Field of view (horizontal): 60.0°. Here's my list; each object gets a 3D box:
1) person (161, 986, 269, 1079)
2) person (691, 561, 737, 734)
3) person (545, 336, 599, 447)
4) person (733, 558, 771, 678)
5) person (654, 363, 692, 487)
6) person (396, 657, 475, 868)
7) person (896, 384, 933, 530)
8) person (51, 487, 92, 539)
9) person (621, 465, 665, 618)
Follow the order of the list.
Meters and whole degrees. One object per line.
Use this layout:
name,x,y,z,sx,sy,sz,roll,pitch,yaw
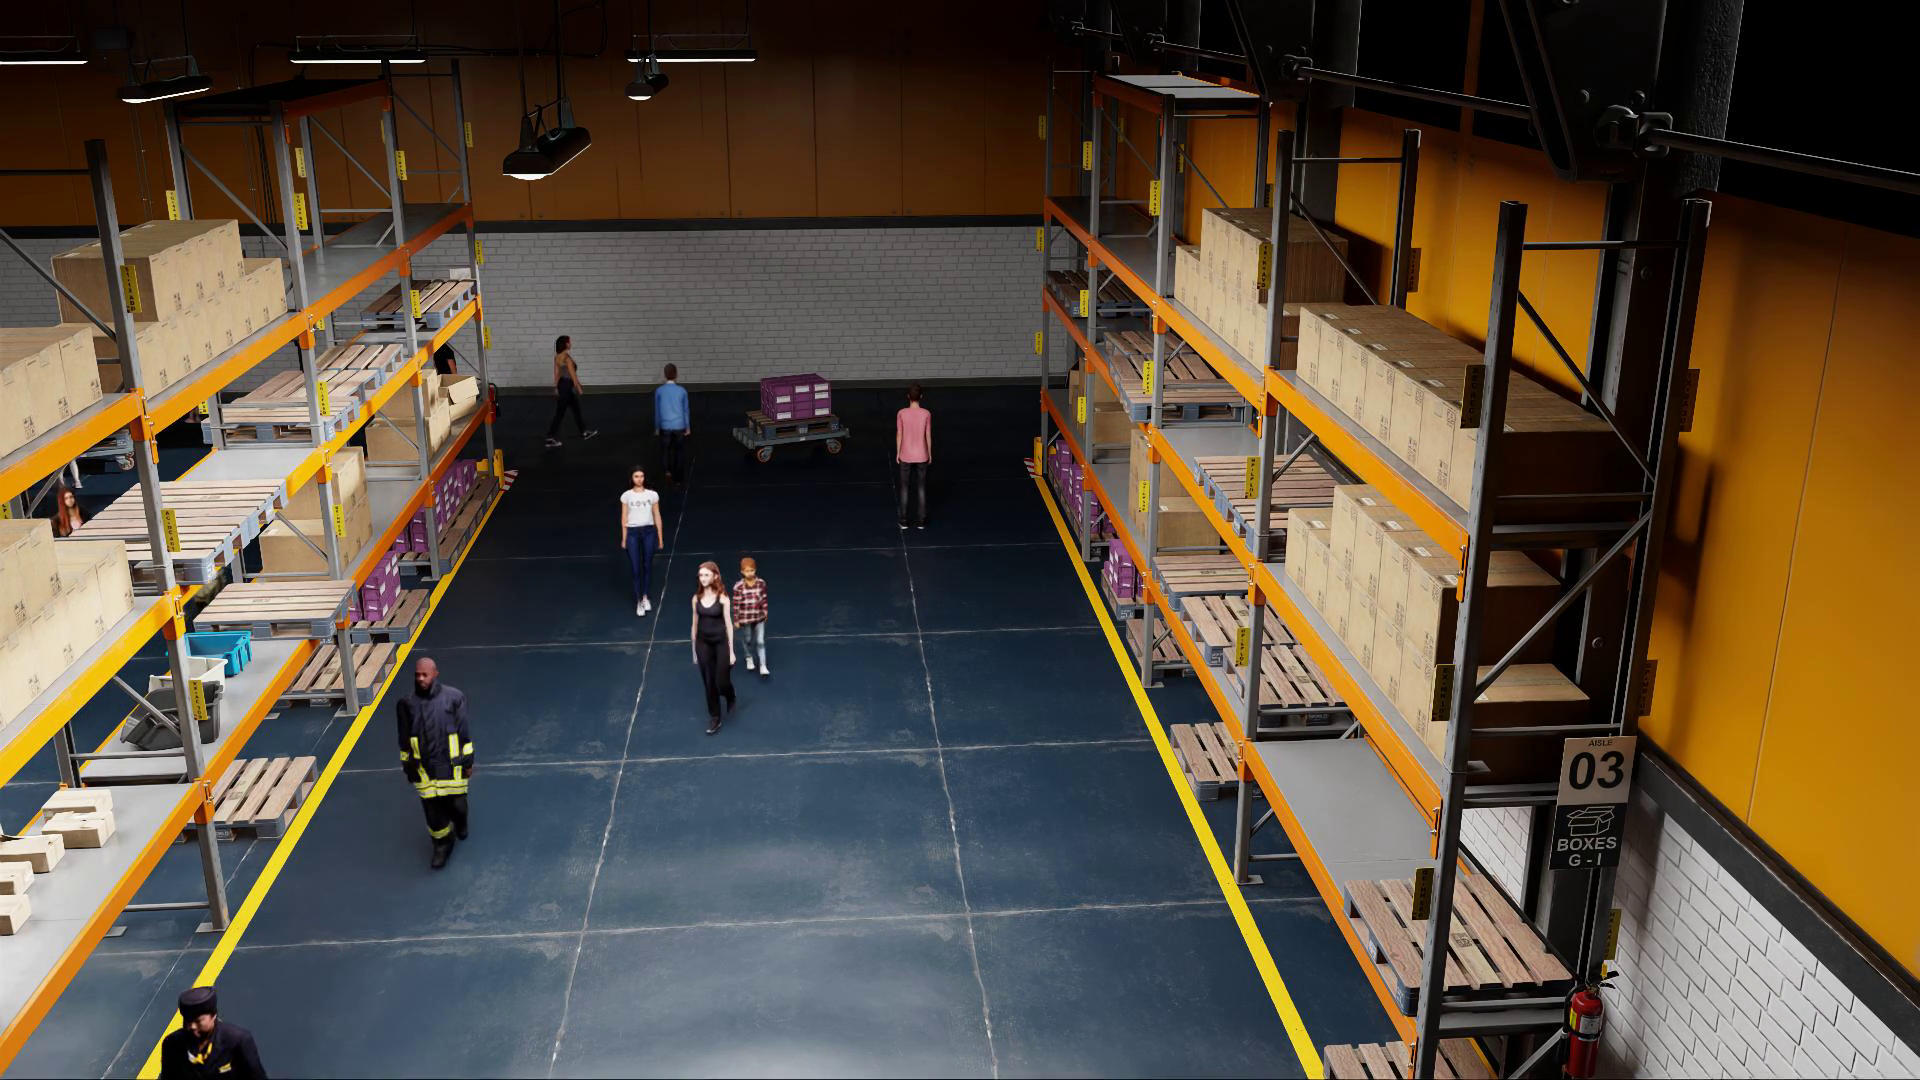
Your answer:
person,-4.231,3.278,9.607,0.748,1.657,0.732,1,19,3
person,-2.364,1.005,16.231,0.717,1.737,0.844,4,19,11
person,-6.249,-2.286,26.032,1.089,1.719,1.184,-14,23,-35
person,-2.225,0.792,17.588,0.666,1.275,0.910,-6,20,-18
person,-4.142,-1.626,23.942,0.672,1.802,0.875,-1,19,-2
person,-4.316,1.787,13.797,0.740,1.809,0.901,-2,19,-6
person,-0.617,-1.108,22.157,0.620,1.958,0.549,-1,19,-4
person,-9.921,0.202,18.674,0.785,1.700,0.735,17,25,41
person,-3.707,-0.033,19.277,0.728,1.761,0.847,-7,20,-19
